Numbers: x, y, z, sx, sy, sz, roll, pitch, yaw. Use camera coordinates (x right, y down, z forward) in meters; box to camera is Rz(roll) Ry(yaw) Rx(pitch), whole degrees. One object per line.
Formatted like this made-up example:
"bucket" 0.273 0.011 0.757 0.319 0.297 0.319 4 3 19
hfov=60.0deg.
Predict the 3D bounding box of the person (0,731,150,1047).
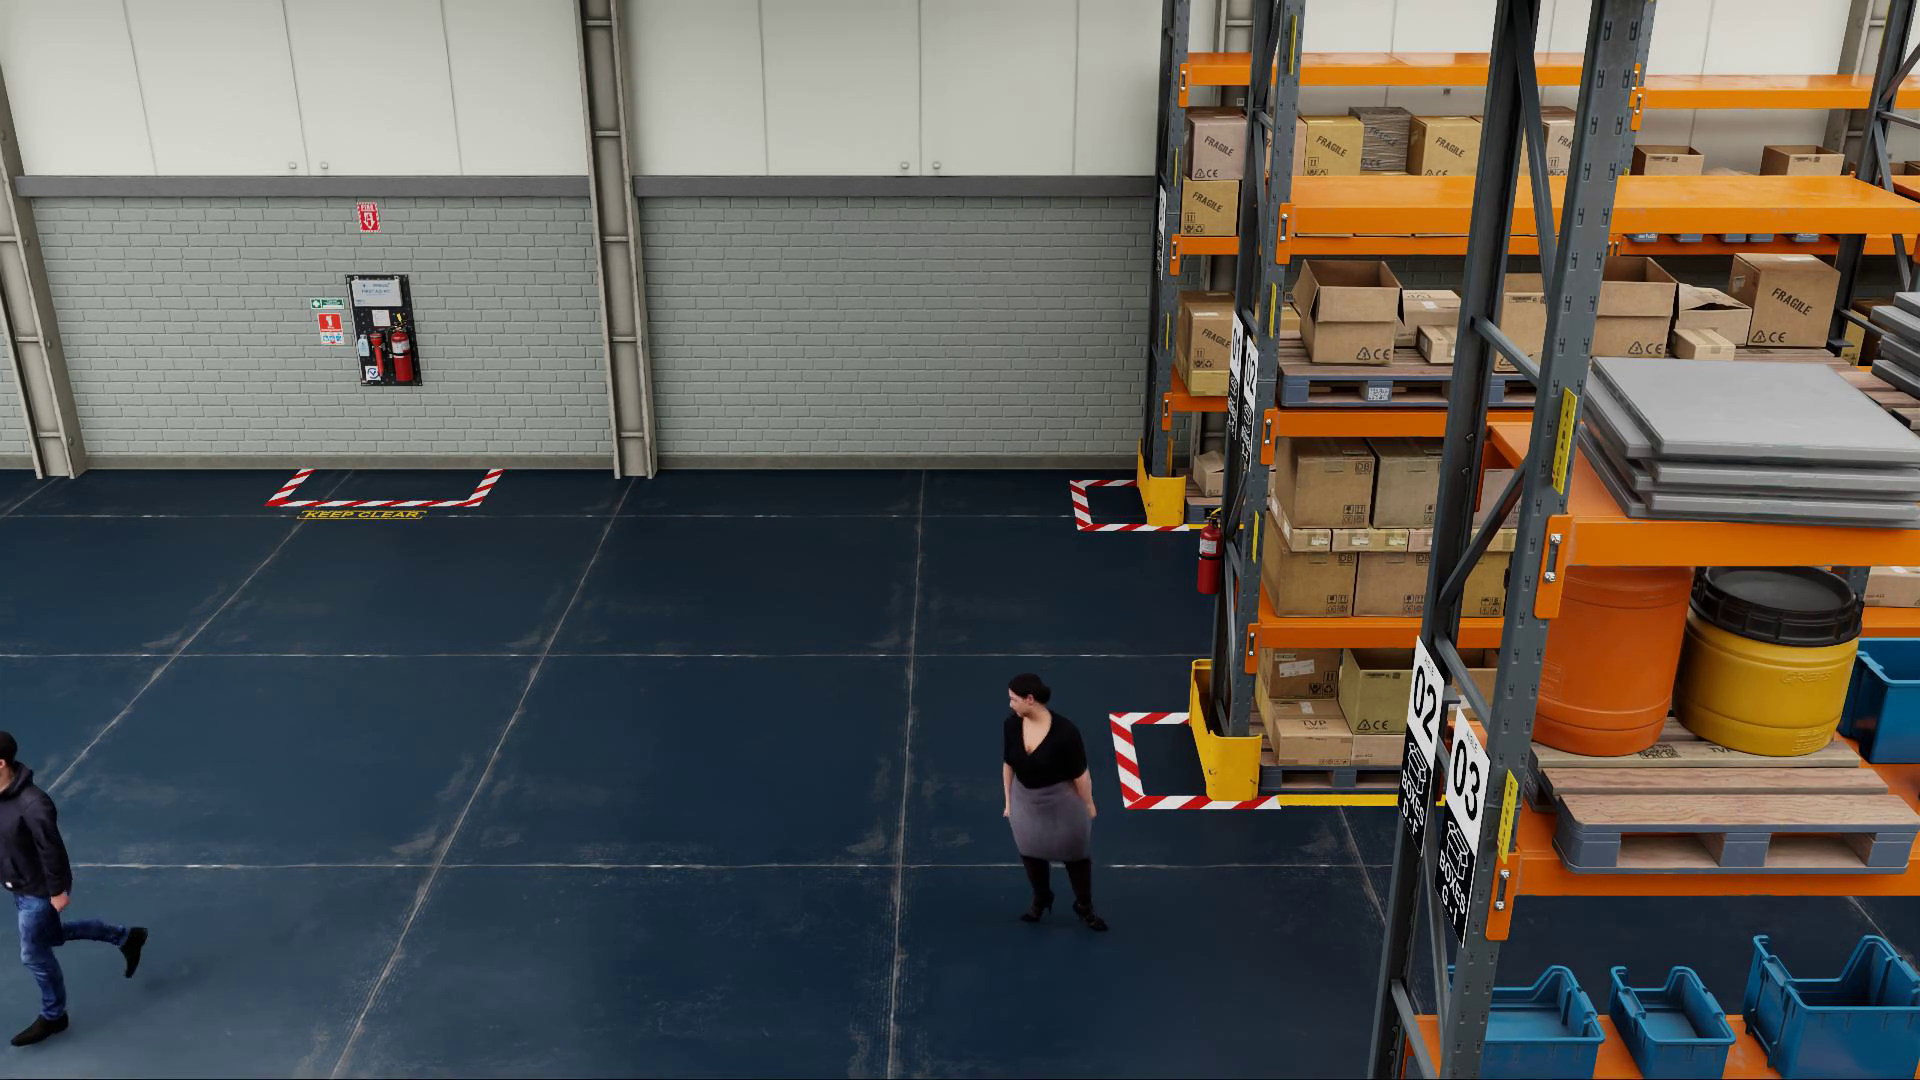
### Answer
"person" -4.928 1.827 9.057 1.103 1.870 1.133 19 29 37

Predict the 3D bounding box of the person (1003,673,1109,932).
"person" 0.586 1.569 9.854 0.797 1.723 0.970 7 24 15
